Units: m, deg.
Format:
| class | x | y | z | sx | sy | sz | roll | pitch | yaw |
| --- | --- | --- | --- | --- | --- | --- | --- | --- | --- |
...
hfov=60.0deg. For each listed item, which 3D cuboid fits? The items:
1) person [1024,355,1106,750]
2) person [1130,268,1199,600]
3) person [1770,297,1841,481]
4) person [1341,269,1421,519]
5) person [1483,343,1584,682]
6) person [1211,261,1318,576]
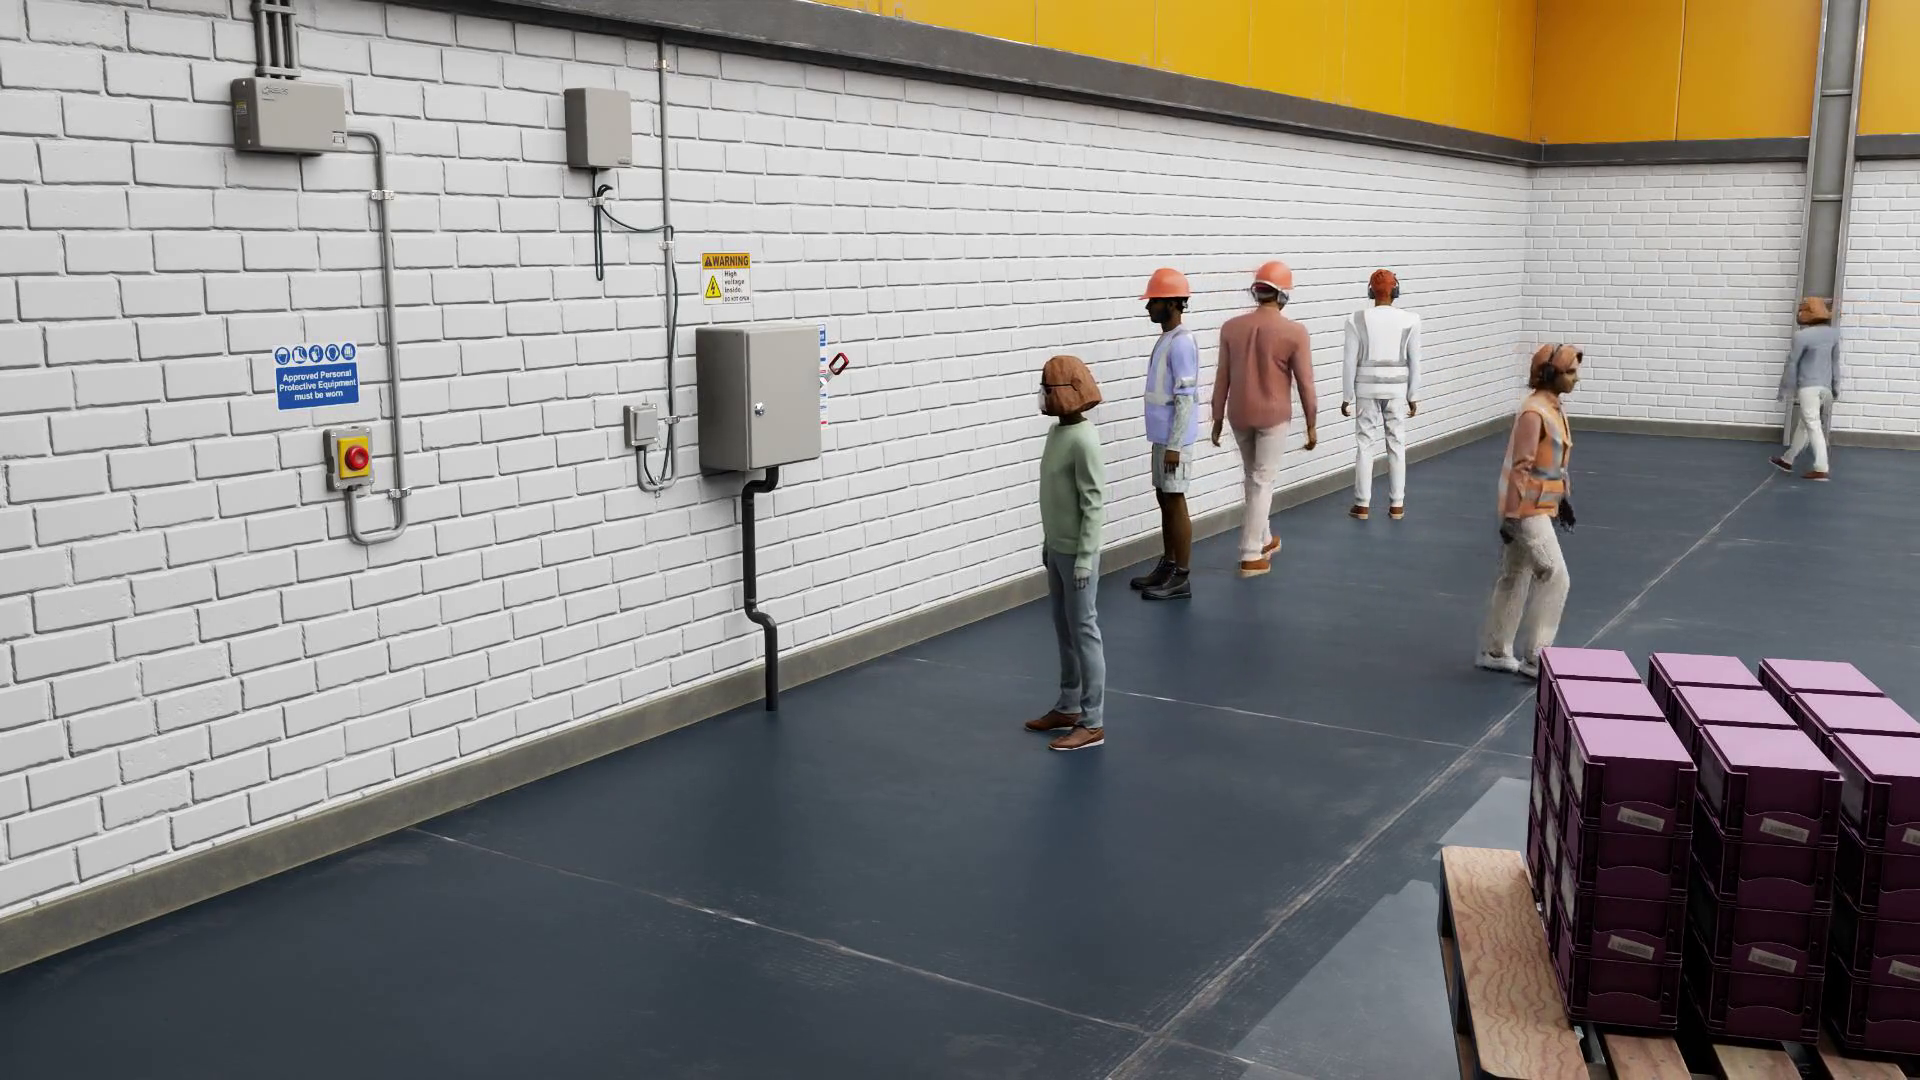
| class | x | y | z | sx | sy | sz | roll | pitch | yaw |
| --- | --- | --- | --- | --- | --- | --- | --- | --- | --- |
| person | 0.451 | 0.052 | 6.907 | 0.274 | 1.632 | 0.503 | -3 | 11 | -14 |
| person | 1.210 | -0.615 | 9.763 | 0.359 | 1.938 | 0.547 | -1 | 10 | -5 |
| person | 7.487 | -1.347 | 14.778 | 0.507 | 1.590 | 0.829 | -4 | 11 | -22 |
| person | 3.167 | -1.091 | 12.548 | 0.576 | 1.883 | 0.354 | 1 | 10 | 5 |
| person | 2.773 | -0.118 | 7.875 | 0.574 | 1.616 | 0.534 | 5 | 11 | 25 |
| person | 1.999 | -0.781 | 10.614 | 0.666 | 1.955 | 0.911 | 8 | 13 | 37 |
